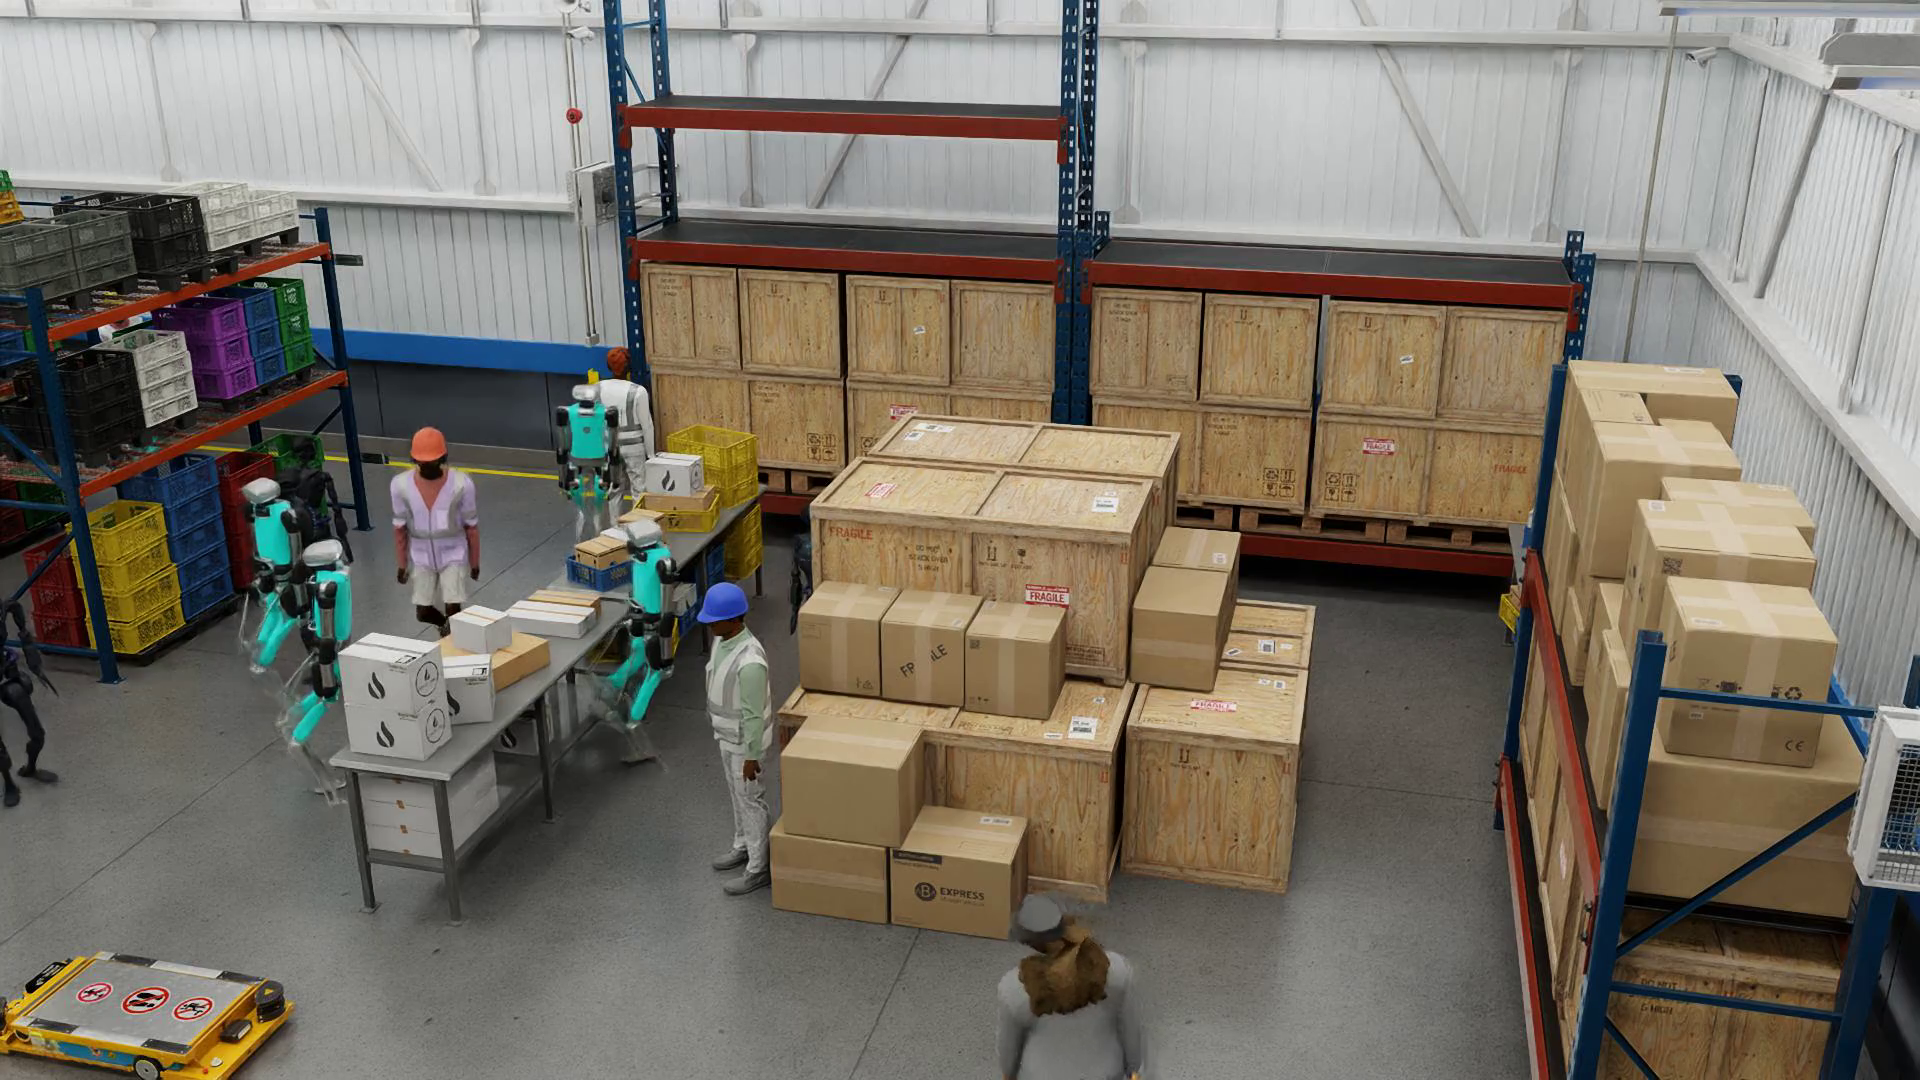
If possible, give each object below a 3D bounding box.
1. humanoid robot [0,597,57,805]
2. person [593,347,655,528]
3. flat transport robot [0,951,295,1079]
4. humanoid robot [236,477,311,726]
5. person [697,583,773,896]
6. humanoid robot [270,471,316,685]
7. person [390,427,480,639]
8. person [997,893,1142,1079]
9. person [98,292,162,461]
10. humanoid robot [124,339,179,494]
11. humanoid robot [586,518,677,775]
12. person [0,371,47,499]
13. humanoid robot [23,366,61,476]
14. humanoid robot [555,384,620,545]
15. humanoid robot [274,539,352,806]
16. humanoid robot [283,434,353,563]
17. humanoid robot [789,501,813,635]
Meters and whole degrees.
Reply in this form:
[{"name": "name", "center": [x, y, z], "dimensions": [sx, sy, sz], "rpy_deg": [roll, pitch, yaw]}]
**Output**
[{"name": "humanoid robot", "center": [-6.175, 0.917, 10.669], "dimensions": [0.387, 1.639, 0.597], "rpy_deg": [11, 23, 26]}, {"name": "person", "center": [-2.981, -0.806, 14.894], "dimensions": [0.573, 1.884, 0.356], "rpy_deg": [7, 22, 18]}, {"name": "flat transport robot", "center": [-4.270, 2.464, 8.601], "dimensions": [1.431, 0.231, 0.659], "rpy_deg": [5, 22, 13]}, {"name": "humanoid robot", "center": [-4.924, 0.485, 11.739], "dimensions": [0.531, 1.810, 0.633], "rpy_deg": [13, 25, 31]}, {"name": "person", "center": [-1.298, 1.140, 9.730], "dimensions": [0.412, 1.939, 0.602], "rpy_deg": [-9, 23, -23]}, {"name": "humanoid robot", "center": [-4.866, 0.268, 12.375], "dimensions": [0.332, 1.648, 0.589], "rpy_deg": [-4, 21, -11]}, {"name": "person", "center": [-3.841, 0.108, 12.303], "dimensions": [0.625, 2.027, 0.596], "rpy_deg": [-1, 21, -3]}, {"name": "person", "center": [0.459, 2.282, 7.040], "dimensions": [0.674, 1.728, 0.368], "rpy_deg": [0, 21, 1]}, {"name": "person", "center": [-8.711, -1.732, 17.405], "dimensions": [0.405, 1.824, 0.584], "rpy_deg": [15, 25, 34]}, {"name": "humanoid robot", "center": [-7.698, -0.964, 15.617], "dimensions": [0.537, 1.859, 0.733], "rpy_deg": [5, 21, 12]}, {"name": "humanoid robot", "center": [-2.197, 0.765, 11.004], "dimensions": [0.672, 1.812, 0.556], "rpy_deg": [-15, 25, -34]}, {"name": "person", "center": [-9.263, -1.264, 16.175], "dimensions": [0.620, 1.837, 0.431], "rpy_deg": [17, 27, 38]}, {"name": "humanoid robot", "center": [-9.403, -1.353, 16.620], "dimensions": [0.533, 1.647, 0.608], "rpy_deg": [-1, 21, -3]}, {"name": "humanoid robot", "center": [-3.191, -0.548, 14.435], "dimensions": [0.555, 1.778, 0.783], "rpy_deg": [-3, 21, -7]}, {"name": "humanoid robot", "center": [-4.193, 0.880, 10.701], "dimensions": [0.680, 1.800, 0.543], "rpy_deg": [-3, 21, -9]}, {"name": "humanoid robot", "center": [-5.063, -0.059, 13.215], "dimensions": [0.610, 1.643, 0.453], "rpy_deg": [8, 22, 20]}, {"name": "humanoid robot", "center": [-0.943, 0.506, 11.773], "dimensions": [0.598, 1.631, 0.491], "rpy_deg": [18, 27, 39]}]
